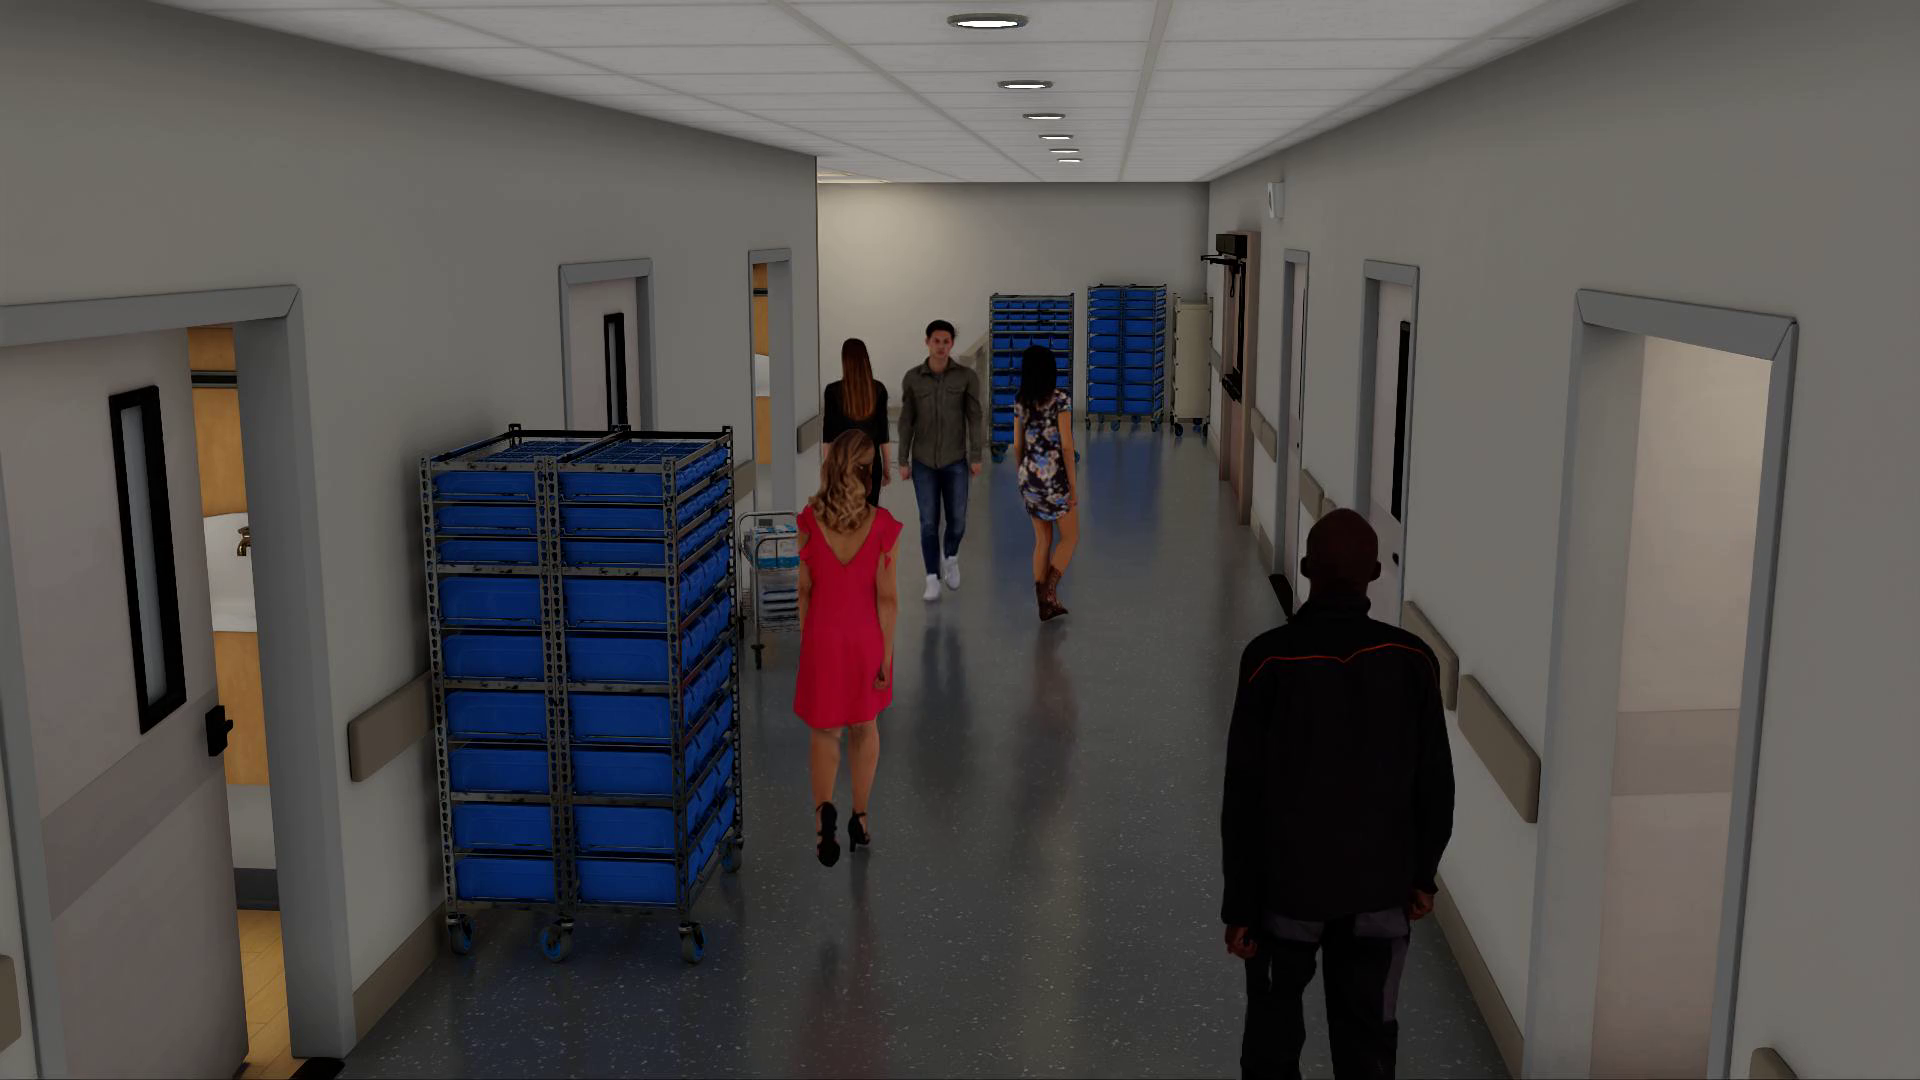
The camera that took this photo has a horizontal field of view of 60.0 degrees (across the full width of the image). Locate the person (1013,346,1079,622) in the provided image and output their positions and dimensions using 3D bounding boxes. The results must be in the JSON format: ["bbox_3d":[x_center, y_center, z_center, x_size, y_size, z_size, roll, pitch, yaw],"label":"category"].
[{"bbox_3d":[0.479,-0.329,10.374,0.764,1.716,0.787,9,14,40],"label":"person"}]

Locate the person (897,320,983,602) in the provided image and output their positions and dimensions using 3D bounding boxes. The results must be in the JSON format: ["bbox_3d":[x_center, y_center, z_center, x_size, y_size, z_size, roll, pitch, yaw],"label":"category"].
[{"bbox_3d":[-0.119,-0.536,11.096,0.714,1.853,0.740,1,11,5],"label":"person"}]

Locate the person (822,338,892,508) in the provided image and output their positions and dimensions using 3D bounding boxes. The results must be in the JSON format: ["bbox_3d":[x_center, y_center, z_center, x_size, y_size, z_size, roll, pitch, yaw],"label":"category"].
[{"bbox_3d":[-0.694,-0.514,11.389,0.682,1.700,0.672,-2,11,-8],"label":"person"}]

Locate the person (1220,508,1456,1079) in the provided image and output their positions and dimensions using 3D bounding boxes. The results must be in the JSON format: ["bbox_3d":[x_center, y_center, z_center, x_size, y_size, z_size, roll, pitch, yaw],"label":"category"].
[{"bbox_3d":[0.891,0.858,3.930,0.717,1.785,1.179,1,11,4],"label":"person"}]

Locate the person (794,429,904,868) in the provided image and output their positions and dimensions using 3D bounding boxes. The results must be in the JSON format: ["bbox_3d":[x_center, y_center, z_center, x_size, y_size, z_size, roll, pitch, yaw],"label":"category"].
[{"bbox_3d":[-0.452,0.450,6.314,0.625,1.699,0.949,0,11,3],"label":"person"}]
